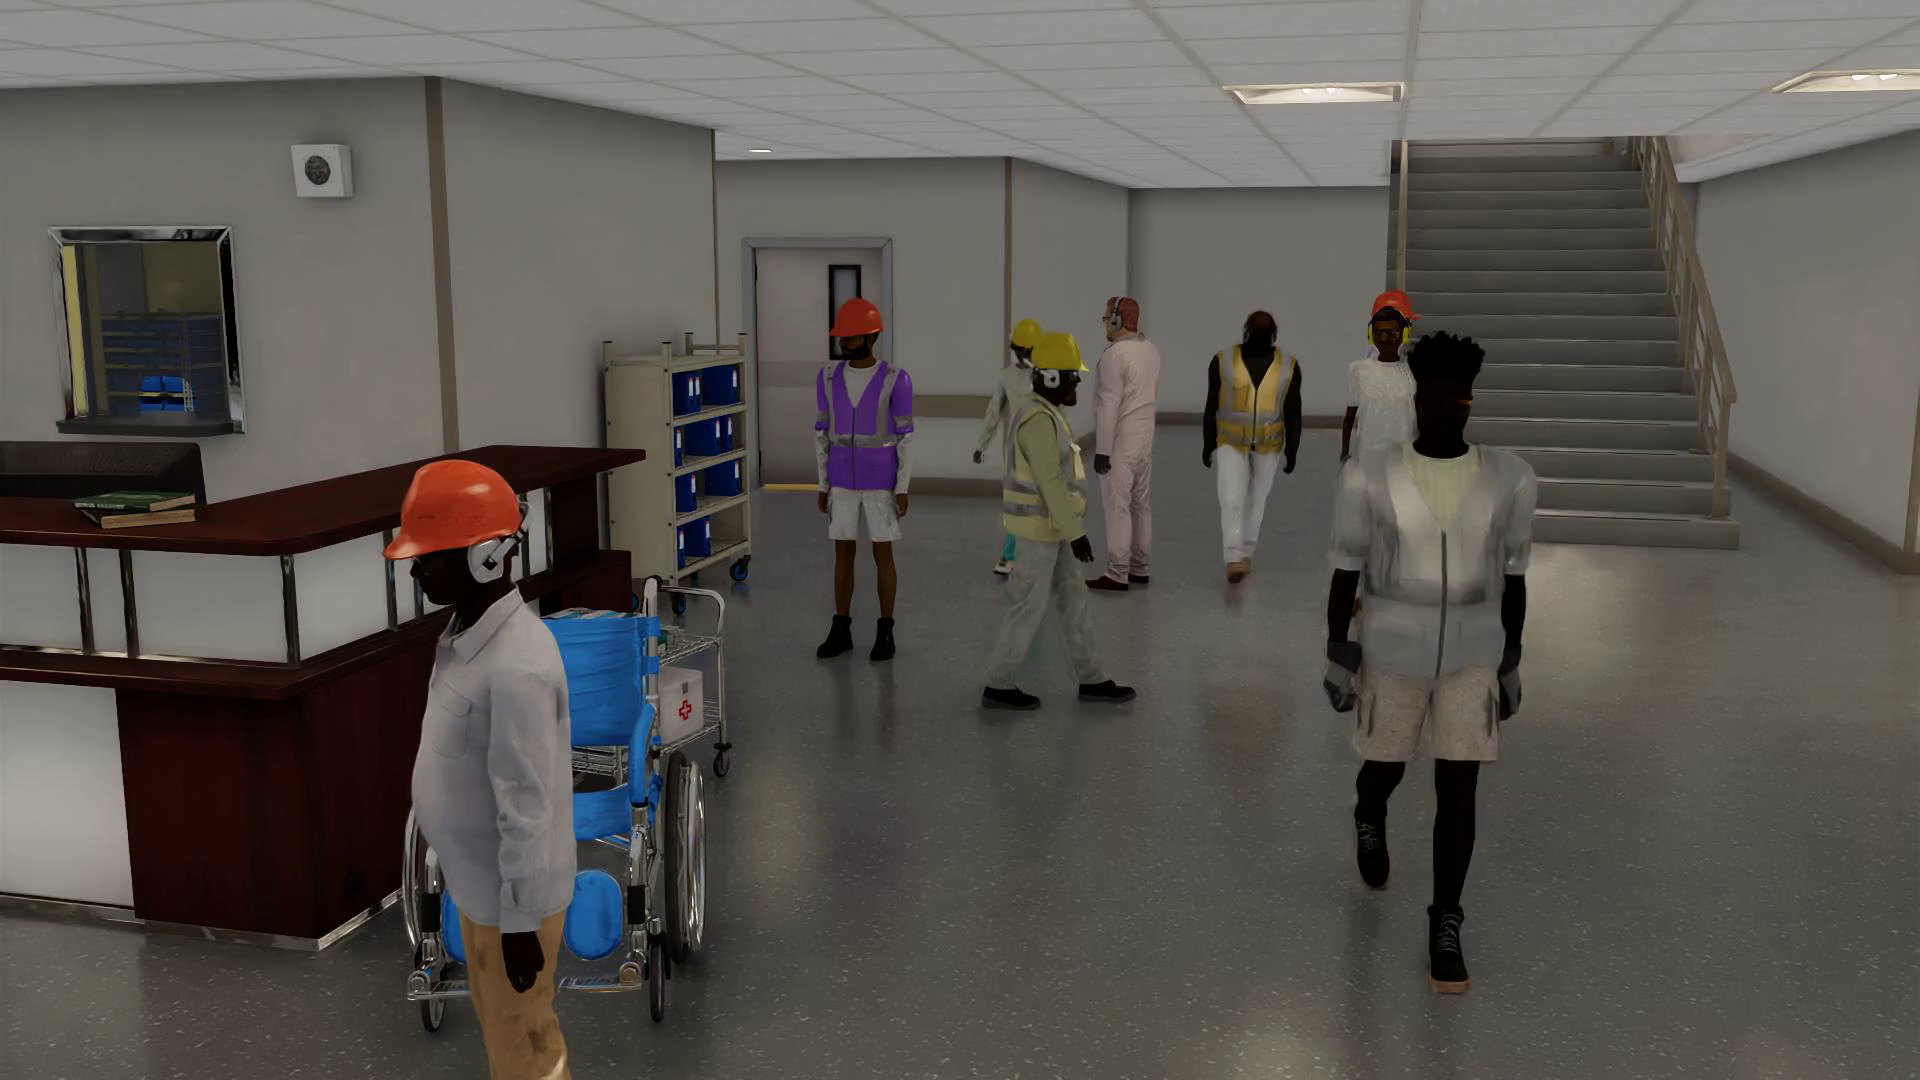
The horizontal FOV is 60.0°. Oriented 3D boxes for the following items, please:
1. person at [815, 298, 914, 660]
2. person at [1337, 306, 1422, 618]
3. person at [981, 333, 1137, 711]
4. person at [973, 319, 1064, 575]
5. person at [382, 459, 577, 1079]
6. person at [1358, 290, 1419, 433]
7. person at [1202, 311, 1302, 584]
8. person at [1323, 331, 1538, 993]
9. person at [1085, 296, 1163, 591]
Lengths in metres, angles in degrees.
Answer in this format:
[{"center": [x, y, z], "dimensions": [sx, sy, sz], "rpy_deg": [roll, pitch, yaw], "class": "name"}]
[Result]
[{"center": [-0.521, -0.315, 8.879], "dimensions": [0.547, 1.934, 0.376], "rpy_deg": [3, 10, 17], "class": "person"}, {"center": [2.511, -0.447, 9.851], "dimensions": [0.535, 1.868, 0.309], "rpy_deg": [3, 10, 16], "class": "person"}, {"center": [0.449, -0.073, 7.860], "dimensions": [0.733, 1.798, 0.608], "rpy_deg": [2, 10, 9], "class": "person"}, {"center": [0.452, -0.631, 11.303], "dimensions": [0.711, 1.729, 0.578], "rpy_deg": [-9, 13, -44], "class": "person"}, {"center": [-0.993, 0.695, 3.494], "dimensions": [0.351, 1.743, 0.564], "rpy_deg": [-5, 11, -26], "class": "person"}, {"center": [2.808, -0.672, 10.969], "dimensions": [0.357, 1.936, 0.551], "rpy_deg": [1, 10, 9], "class": "person"}, {"center": [1.935, -0.602, 10.981], "dimensions": [0.636, 1.792, 0.947], "rpy_deg": [0, 10, 2], "class": "person"}, {"center": [1.433, 0.320, 5.141], "dimensions": [0.608, 1.942, 0.837], "rpy_deg": [1, 10, 6], "class": "person"}, {"center": [1.053, -0.626, 10.832], "dimensions": [0.399, 1.901, 0.648], "rpy_deg": [6, 12, 33], "class": "person"}]
